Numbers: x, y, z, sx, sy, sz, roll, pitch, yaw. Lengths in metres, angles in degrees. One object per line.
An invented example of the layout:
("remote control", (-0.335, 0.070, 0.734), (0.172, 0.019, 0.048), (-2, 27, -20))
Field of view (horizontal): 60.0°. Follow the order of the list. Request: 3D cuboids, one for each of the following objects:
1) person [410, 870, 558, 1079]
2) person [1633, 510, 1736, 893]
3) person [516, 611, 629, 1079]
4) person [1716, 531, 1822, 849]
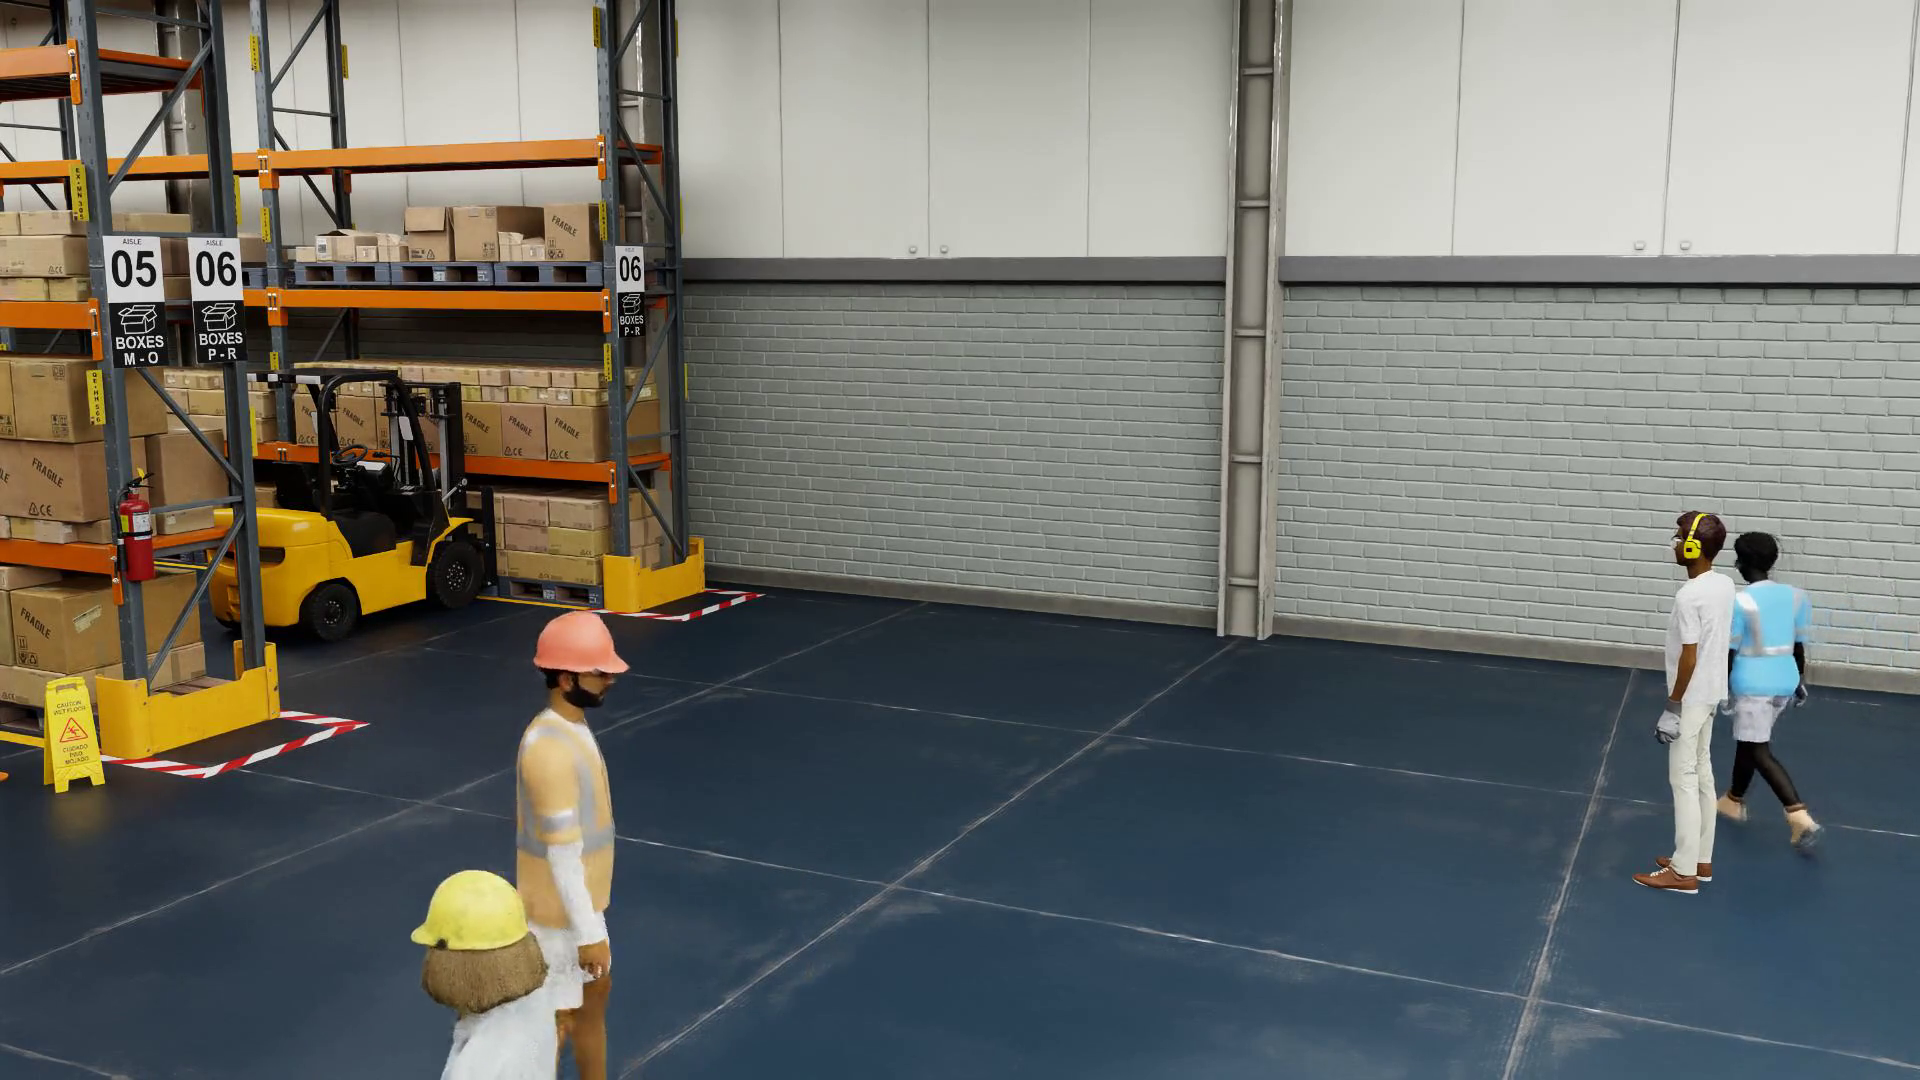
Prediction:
("person", (-1.042, 1.571, 3.837), (0.871, 1.701, 0.497), (1, 9, 5))
("person", (3.557, 0.789, 8.125), (0.326, 1.866, 0.520), (9, 13, 43))
("person", (-1.263, 1.182, 5.547), (0.401, 1.936, 0.549), (-1, 9, -5))
("person", (4.307, 0.785, 8.816), (0.579, 1.648, 0.826), (-4, 10, -23))
